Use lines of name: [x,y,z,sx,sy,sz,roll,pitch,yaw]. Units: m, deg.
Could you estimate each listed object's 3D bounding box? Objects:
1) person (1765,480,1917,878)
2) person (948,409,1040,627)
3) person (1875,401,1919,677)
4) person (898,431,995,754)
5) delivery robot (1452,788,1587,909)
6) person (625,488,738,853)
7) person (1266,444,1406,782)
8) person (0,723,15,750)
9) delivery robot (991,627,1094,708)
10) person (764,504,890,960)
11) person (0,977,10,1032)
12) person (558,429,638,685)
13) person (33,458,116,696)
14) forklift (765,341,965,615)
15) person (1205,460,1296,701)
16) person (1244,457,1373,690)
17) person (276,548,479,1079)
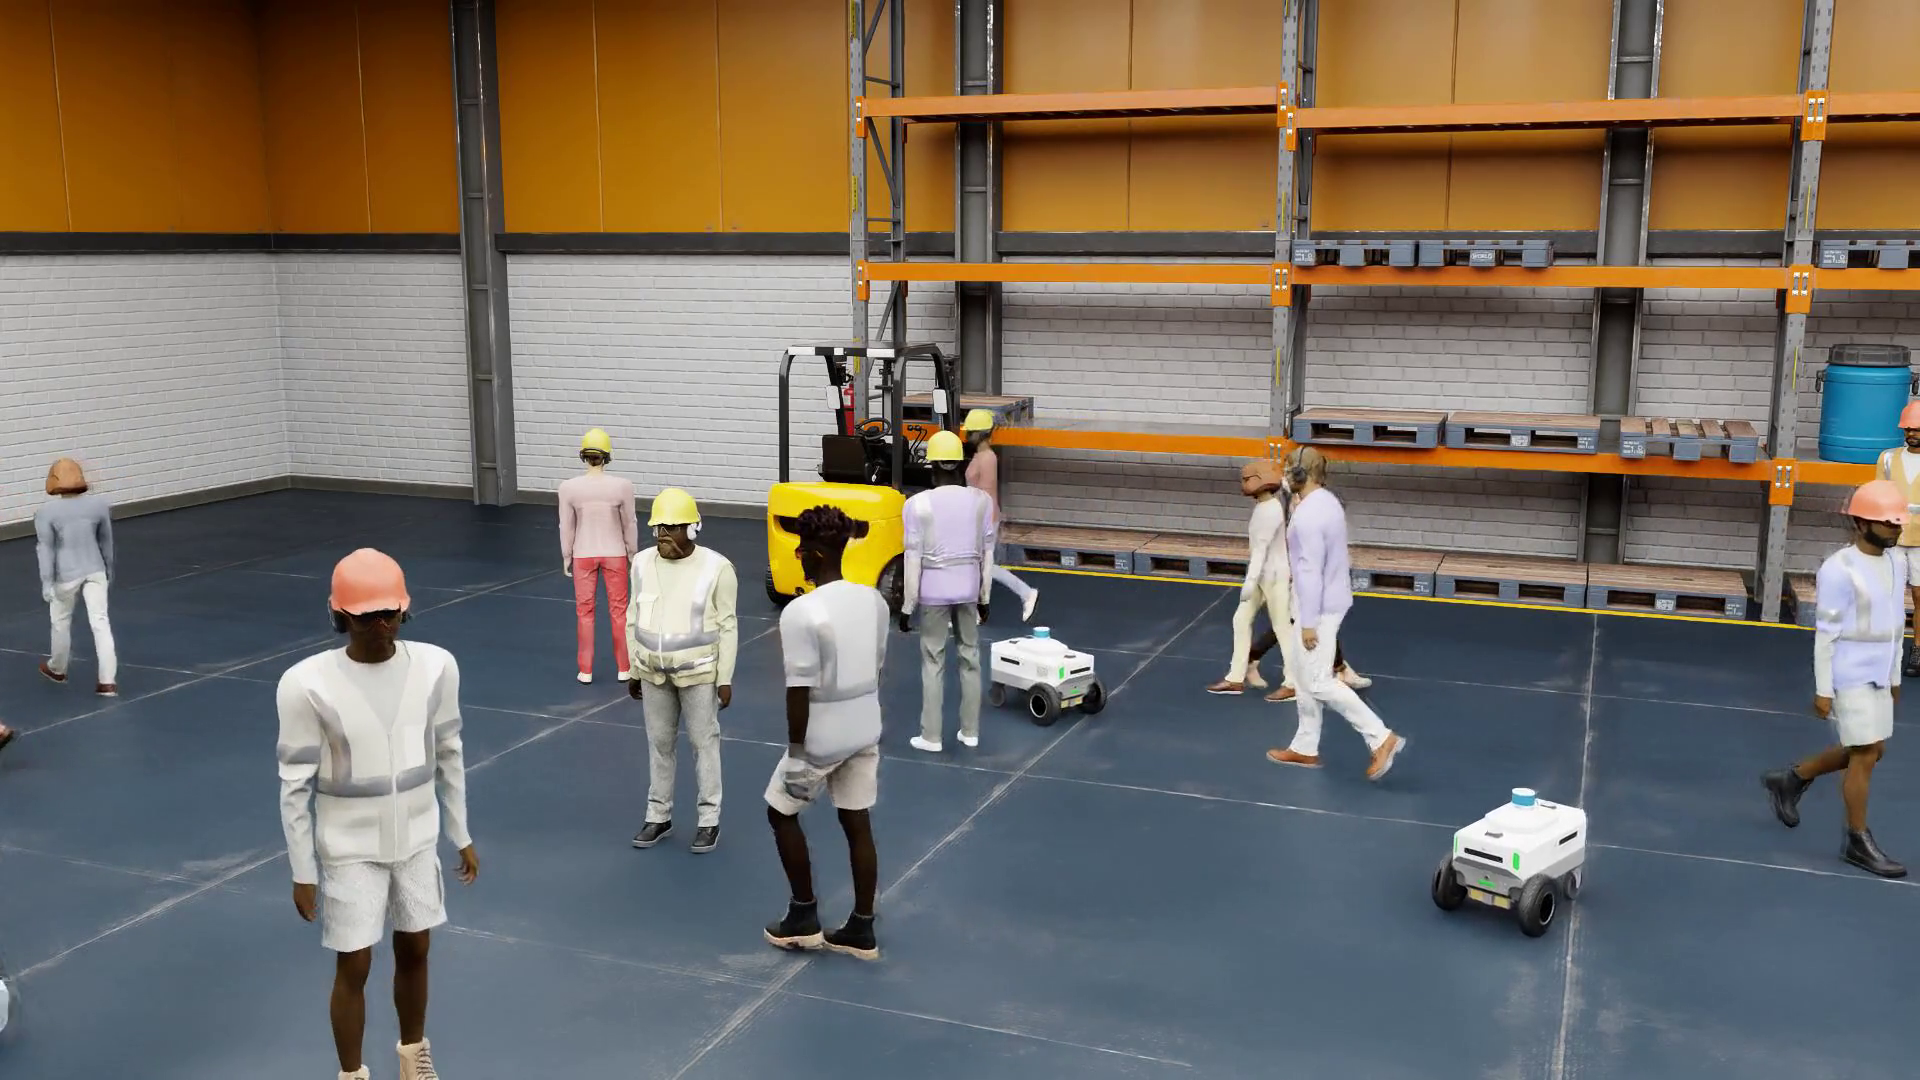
person: [4.345,0.635,8.143,0.553,1.915,0.746,-5,12,-28]
person: [0.259,-0.160,13.025,0.651,1.753,0.523,-2,10,-9]
person: [6.650,-0.010,11.662,0.361,1.938,0.546,-10,14,-44]
person: [-0.089,0.317,9.894,0.618,1.923,0.385,-5,11,-24]
delivery robot: [2.549,1.371,7.558,0.707,0.478,0.477,-10,14,-44]
person: [-1.402,0.647,8.292,0.588,1.834,0.403,3,11,15]
person: [2.142,0.415,9.419,0.727,1.908,0.655,4,11,21]
person: [-5.693,0.459,9.228,0.600,1.876,0.670,-6,12,-32]
delivery robot: [0.526,0.804,10.721,0.477,0.478,0.707,-9,13,-40]
person: [-0.605,0.808,7.064,0.651,1.943,0.647,8,13,39]
person: [-4.065,1.007,6.193,0.916,1.877,0.600,2,10,10]
person: [-2.474,0.118,11.428,0.529,1.768,0.312,-2,10,-9]
person: [-5.976,0.240,11.225,0.855,1.582,0.528,8,13,39]
forklift: [-0.739,-0.602,14.246,1.214,2.155,2.313,4,11,21]
person: [1.936,0.278,10.975,0.731,1.592,0.537,-1,10,-4]
person: [2.305,0.219,11.182,0.895,1.649,0.530,3,11,17]
person: [-1.951,1.022,5.629,0.617,2.039,0.398,-8,13,-39]
